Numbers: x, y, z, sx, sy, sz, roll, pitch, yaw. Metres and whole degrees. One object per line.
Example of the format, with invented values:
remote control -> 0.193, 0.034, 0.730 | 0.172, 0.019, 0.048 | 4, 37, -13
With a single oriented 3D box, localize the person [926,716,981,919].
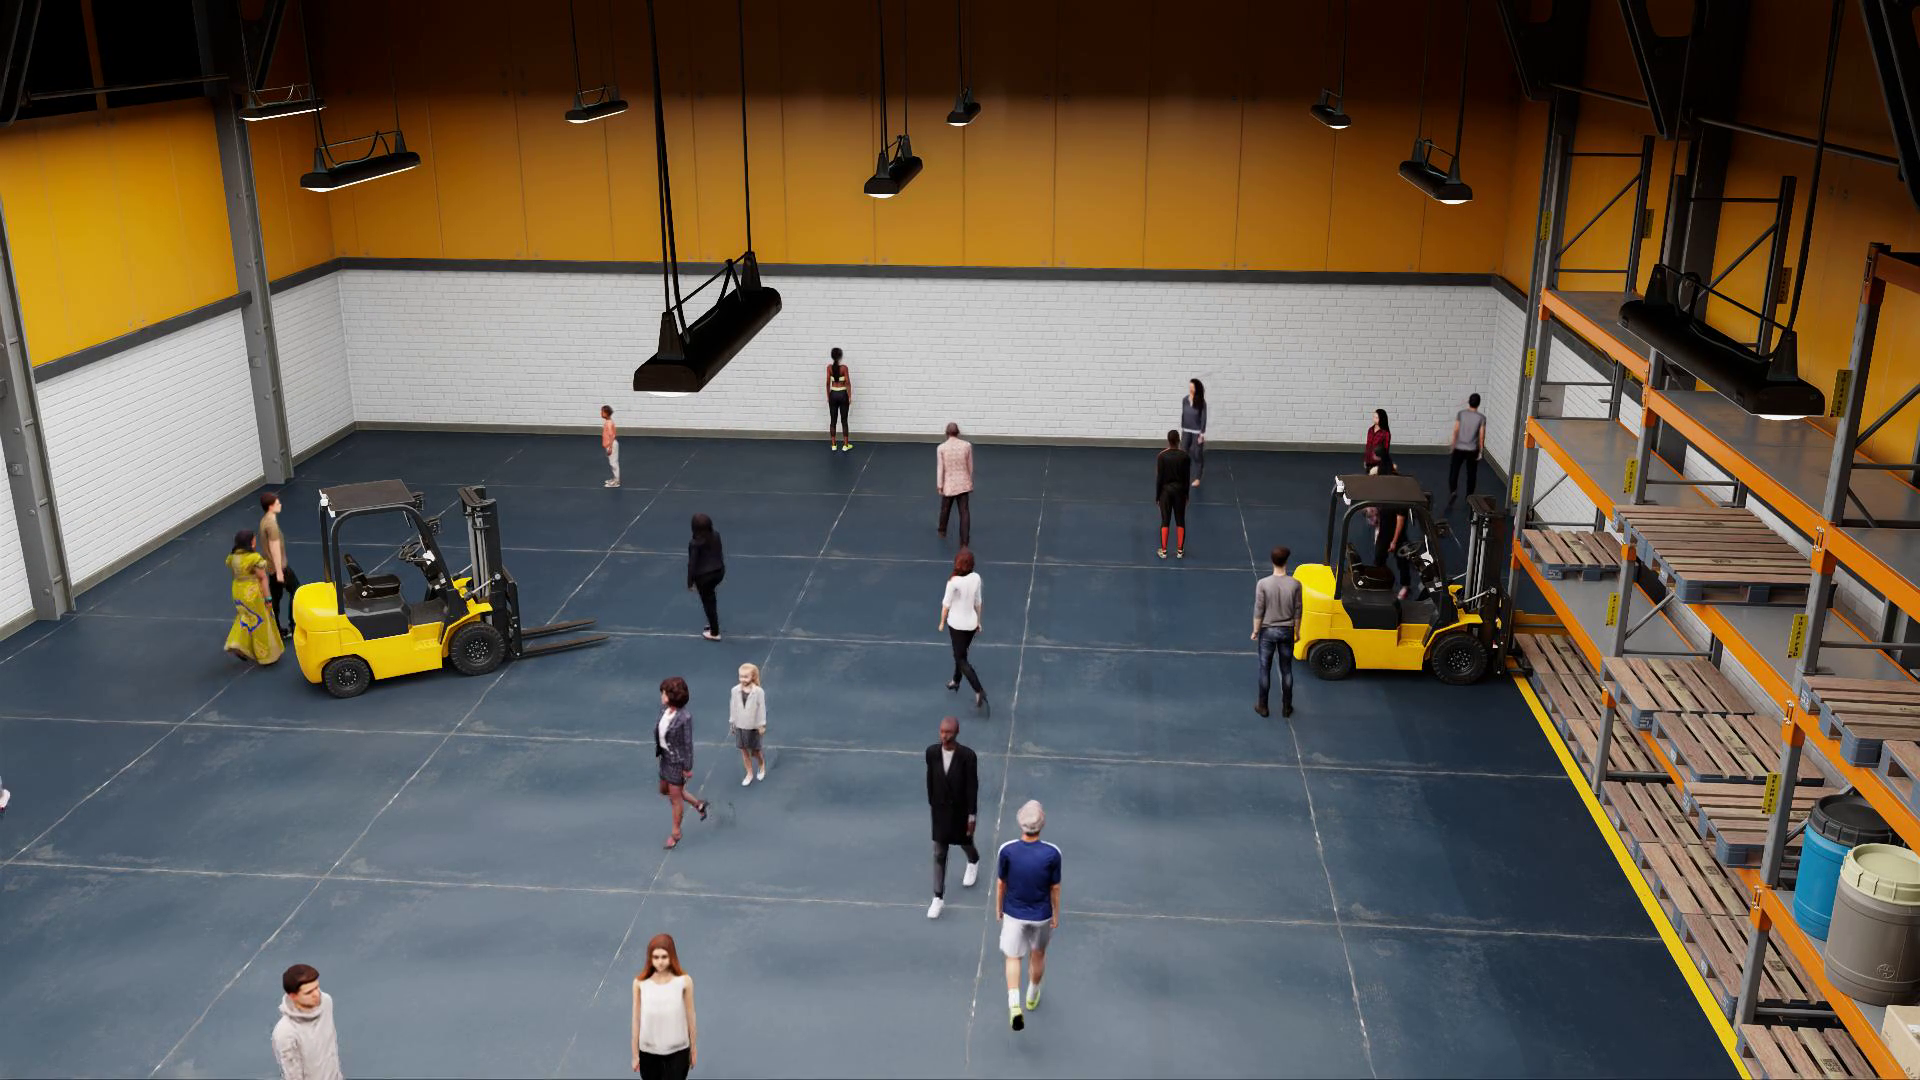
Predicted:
person -> -0.010, 2.305, 14.315 | 0.809, 1.726, 1.200 | 5, 19, 16

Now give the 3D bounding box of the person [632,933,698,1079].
person -> -1.982, 3.380, 11.160 | 0.594, 1.702, 1.006 | 1, 19, 2

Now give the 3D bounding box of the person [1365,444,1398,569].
person -> 5.670, -0.408, 22.365 | 0.824, 1.728, 0.926 | -2, 19, -7

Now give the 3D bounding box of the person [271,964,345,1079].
person -> -4.174, 3.501, 10.583 | 0.824, 1.840, 0.736 | 6, 20, 17

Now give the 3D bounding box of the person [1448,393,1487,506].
person -> 7.649, -1.359, 25.169 | 0.815, 1.741, 0.999 | 8, 20, 21

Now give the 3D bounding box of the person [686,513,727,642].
person -> -2.963, 0.460, 19.988 | 0.857, 1.601, 0.750 | 11, 22, 31

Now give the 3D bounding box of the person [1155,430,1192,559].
person -> 2.936, -0.640, 22.930 | 0.624, 1.808, 0.536 | 1, 19, 3

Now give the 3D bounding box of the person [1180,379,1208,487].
person -> 3.708, -1.679, 26.116 | 0.927, 1.744, 1.059 | 13, 23, 35

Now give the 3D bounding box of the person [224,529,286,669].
person -> -8.253, 0.698, 19.220 | 0.895, 1.640, 1.002 | 9, 21, 25

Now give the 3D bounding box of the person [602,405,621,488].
person -> -5.495, -1.495, 26.250 | 0.580, 1.309, 0.465 | -2, 19, -7

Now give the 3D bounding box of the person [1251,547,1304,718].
person -> 3.421, 0.997, 17.924 | 0.692, 1.901, 0.566 | 1, 19, 3

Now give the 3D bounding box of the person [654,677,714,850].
person -> -2.539, 2.016, 15.241 | 0.939, 1.682, 0.882 | -14, 23, -37

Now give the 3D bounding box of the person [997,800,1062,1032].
person -> 0.513, 2.853, 12.540 | 0.660, 1.819, 1.018 | 1, 19, 3

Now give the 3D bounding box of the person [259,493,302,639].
person -> -8.288, 0.338, 19.970 | 0.924, 1.843, 0.862 | -11, 22, -29

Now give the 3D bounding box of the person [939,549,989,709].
person -> 0.081, 1.002, 18.128 | 1.062, 1.760, 1.141 | -14, 23, -37

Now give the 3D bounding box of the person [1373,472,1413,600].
person -> 5.586, -0.016, 21.232 | 1.173, 1.708, 1.162 | -13, 23, -34

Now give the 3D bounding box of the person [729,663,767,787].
person -> -2.082, 1.807, 16.512 | 0.566, 1.266, 0.632 | 6, 19, 16

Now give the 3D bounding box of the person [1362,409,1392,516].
person -> 6.194, -1.150, 24.690 | 0.717, 1.652, 0.631 | -11, 22, -30

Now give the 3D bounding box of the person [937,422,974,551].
person -> -0.032, -0.715, 23.226 | 0.922, 1.762, 1.233 | -3, 19, -10

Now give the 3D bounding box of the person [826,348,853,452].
person -> -2.063, -2.394, 28.222 | 0.572, 1.754, 0.509 | 3, 19, 8
